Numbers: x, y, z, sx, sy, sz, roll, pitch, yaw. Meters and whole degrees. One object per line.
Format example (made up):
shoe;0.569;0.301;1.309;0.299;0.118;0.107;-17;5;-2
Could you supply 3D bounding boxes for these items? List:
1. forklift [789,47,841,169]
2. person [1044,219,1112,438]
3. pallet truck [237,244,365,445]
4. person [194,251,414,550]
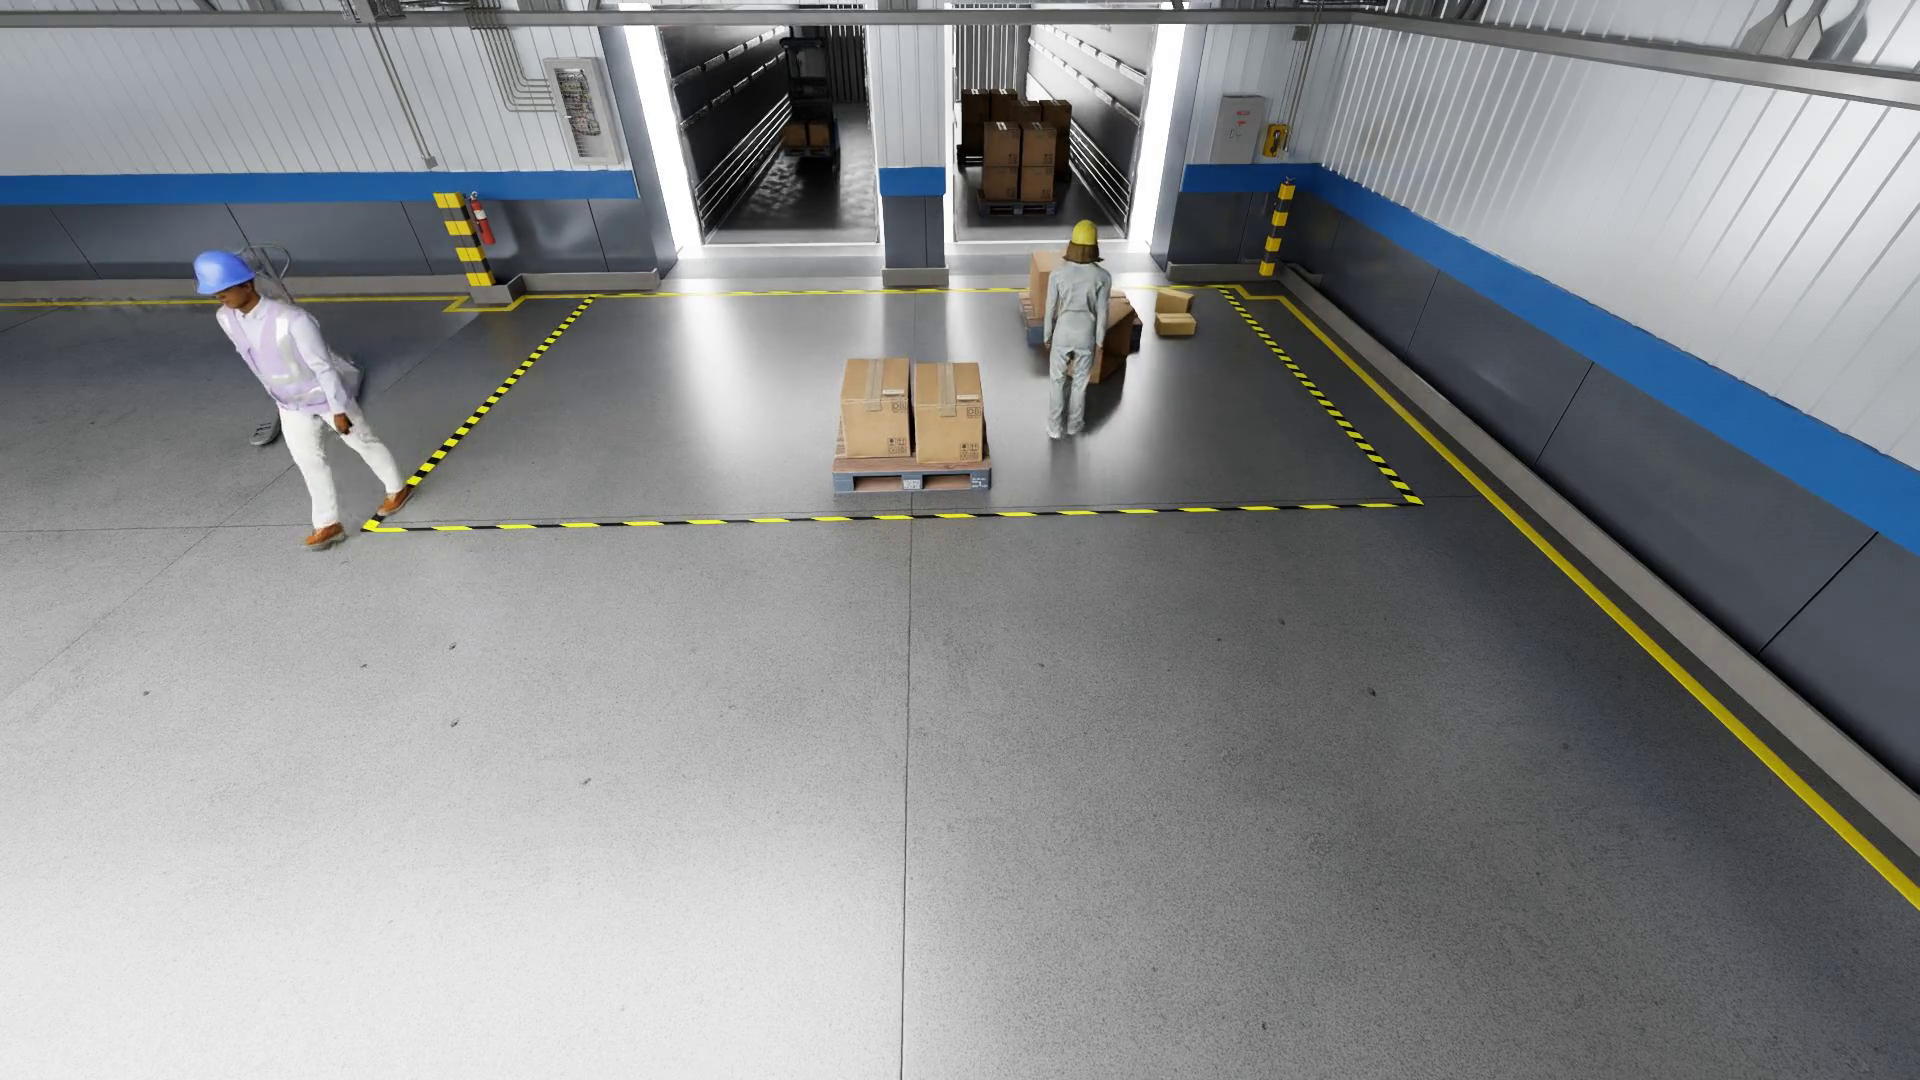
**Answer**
forklift;-2.794;-8.408;14.134;0.716;2.013;0.776;-1;38;-2
person;0.906;-1.610;5.817;0.494;1.745;0.387;8;39;10
pallet truck;-5.915;-1.733;6.366;0.680;1.201;1.601;-18;42;-21
person;-4.237;-0.837;4.684;0.643;1.918;0.817;2;38;3
